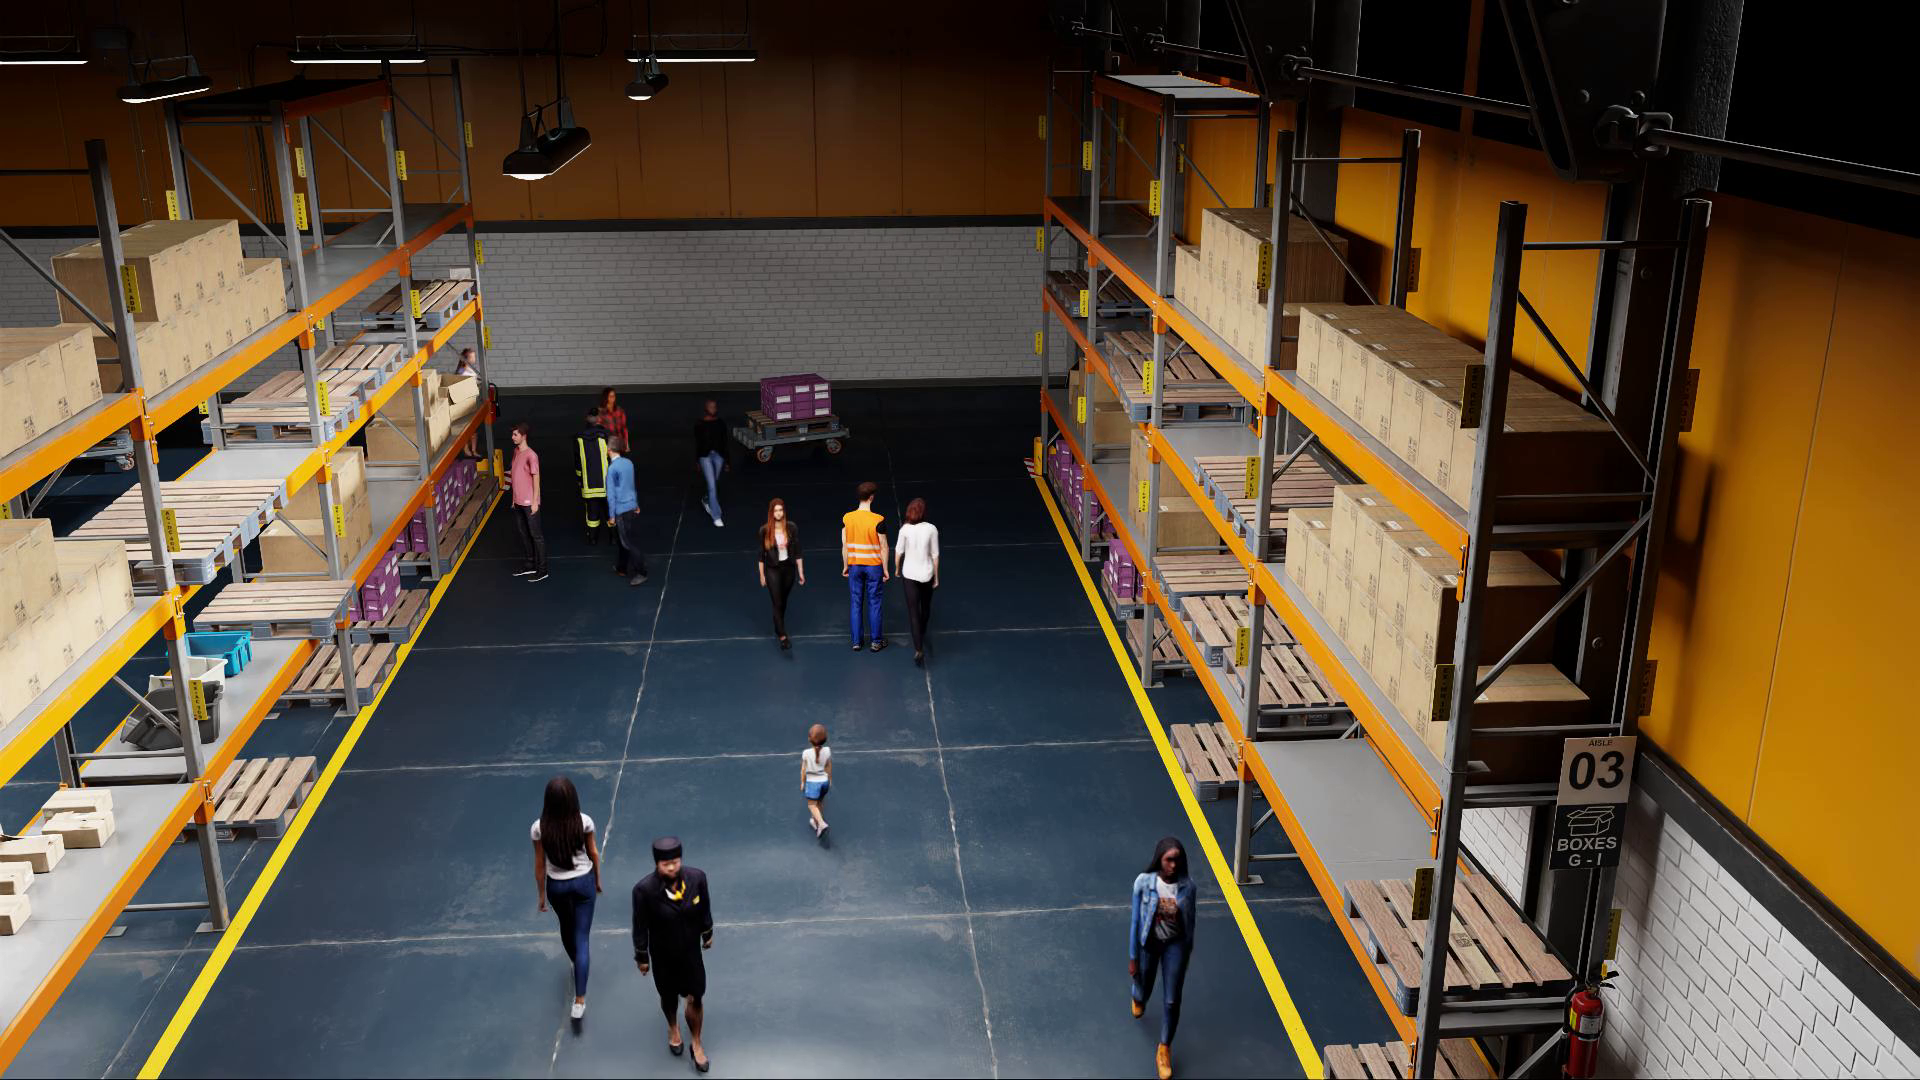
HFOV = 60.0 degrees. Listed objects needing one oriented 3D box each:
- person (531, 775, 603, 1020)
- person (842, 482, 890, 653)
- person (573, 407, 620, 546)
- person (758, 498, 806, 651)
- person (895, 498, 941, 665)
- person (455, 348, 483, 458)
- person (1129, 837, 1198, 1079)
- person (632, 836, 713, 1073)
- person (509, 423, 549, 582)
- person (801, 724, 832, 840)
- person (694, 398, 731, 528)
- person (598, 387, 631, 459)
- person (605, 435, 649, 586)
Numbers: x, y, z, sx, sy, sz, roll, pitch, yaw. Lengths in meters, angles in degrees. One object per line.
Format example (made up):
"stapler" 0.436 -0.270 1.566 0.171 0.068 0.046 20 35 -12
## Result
"person" -2.735 2.529 11.715 0.630 1.732 1.140 -3 19 -9
"person" -1.034 0.294 18.123 0.766 1.877 0.742 4 19 12
"person" -4.681 -0.840 21.519 0.755 1.859 0.691 0 19 -1
"person" -2.000 0.332 18.333 0.834 1.671 1.147 -8 20 -22
"person" -0.431 0.487 17.786 0.614 1.726 1.114 -3 19 -8
"person" -7.561 -2.110 25.508 0.794 1.720 0.730 14 23 36
"person" 1.330 2.733 11.172 0.634 1.692 0.966 -1 19 -2
"person" -1.937 2.728 11.242 0.818 1.656 0.876 -7 20 -19
"person" -5.275 -0.482 20.301 0.700 1.958 0.765 16 24 39
"person" -1.221 2.069 14.212 0.555 1.009 0.692 -9 21 -25
"person" -3.385 -1.087 22.483 0.889 1.711 1.221 -9 21 -26
"person" -4.862 -1.297 23.173 0.964 1.669 1.096 -15 24 -37
"person" -4.058 -0.368 20.230 0.977 1.787 0.935 2 19 6
